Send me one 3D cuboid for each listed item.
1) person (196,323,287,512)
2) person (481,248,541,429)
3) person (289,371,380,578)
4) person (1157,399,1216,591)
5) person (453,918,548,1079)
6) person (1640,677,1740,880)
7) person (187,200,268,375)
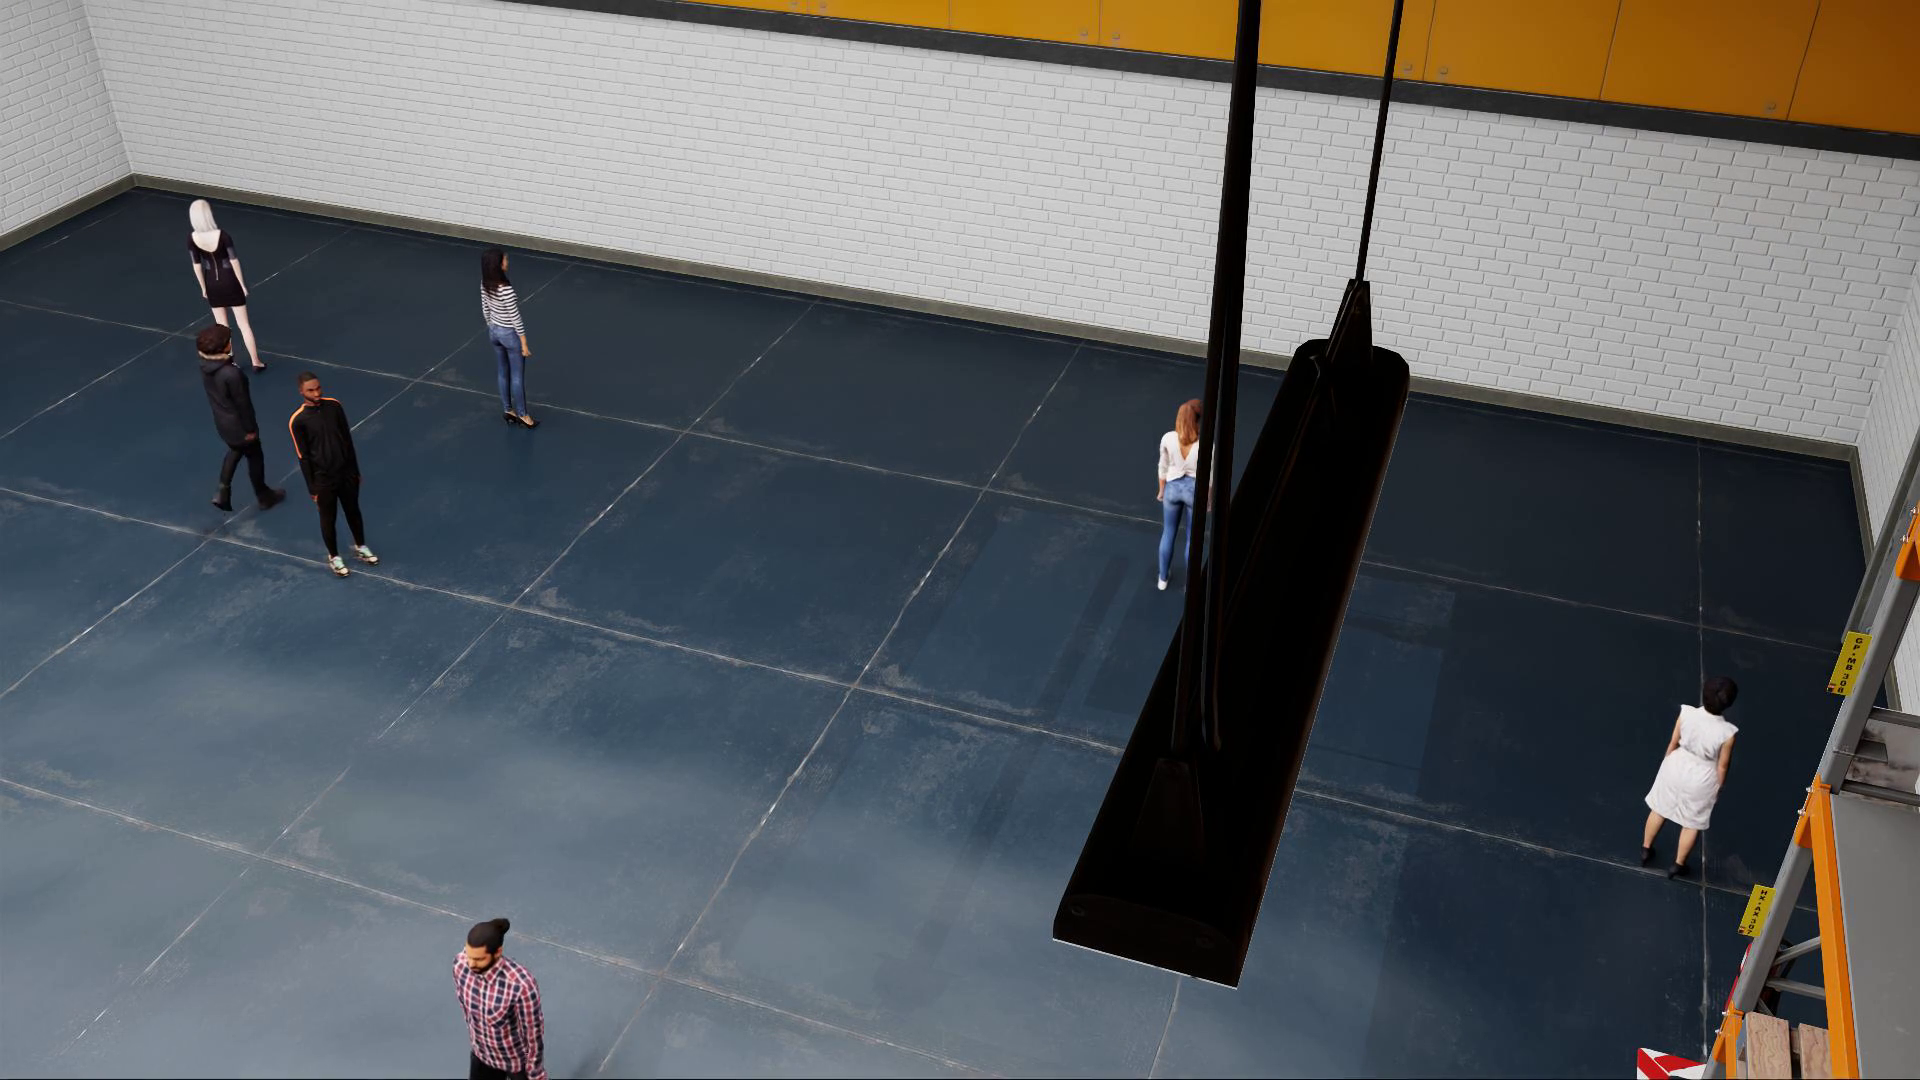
[{"bbox_3d":[-6.181,-0.977,14.051,0.673,1.766,0.906,16,37,22],"label":"person"},{"bbox_3d":[-4.179,-1.850,15.337,0.643,1.796,0.580,22,40,30],"label":"person"},{"bbox_3d":[-5.061,-0.555,13.380,0.743,1.806,0.608,26,41,33],"label":"person"},{"bbox_3d":[1.777,-0.345,13.143,0.616,1.719,0.516,13,36,19],"label":"person"},{"bbox_3d":[-2.331,2.587,8.702,0.710,1.752,0.600,13,36,18],"label":"person"},{"bbox_3d":[4.623,1.501,10.516,0.633,1.553,0.629,26,42,33],"label":"person"},{"bbox_3d":[-7.180,-2.452,16.214,0.643,1.829,0.641,-4,34,-6],"label":"person"}]
